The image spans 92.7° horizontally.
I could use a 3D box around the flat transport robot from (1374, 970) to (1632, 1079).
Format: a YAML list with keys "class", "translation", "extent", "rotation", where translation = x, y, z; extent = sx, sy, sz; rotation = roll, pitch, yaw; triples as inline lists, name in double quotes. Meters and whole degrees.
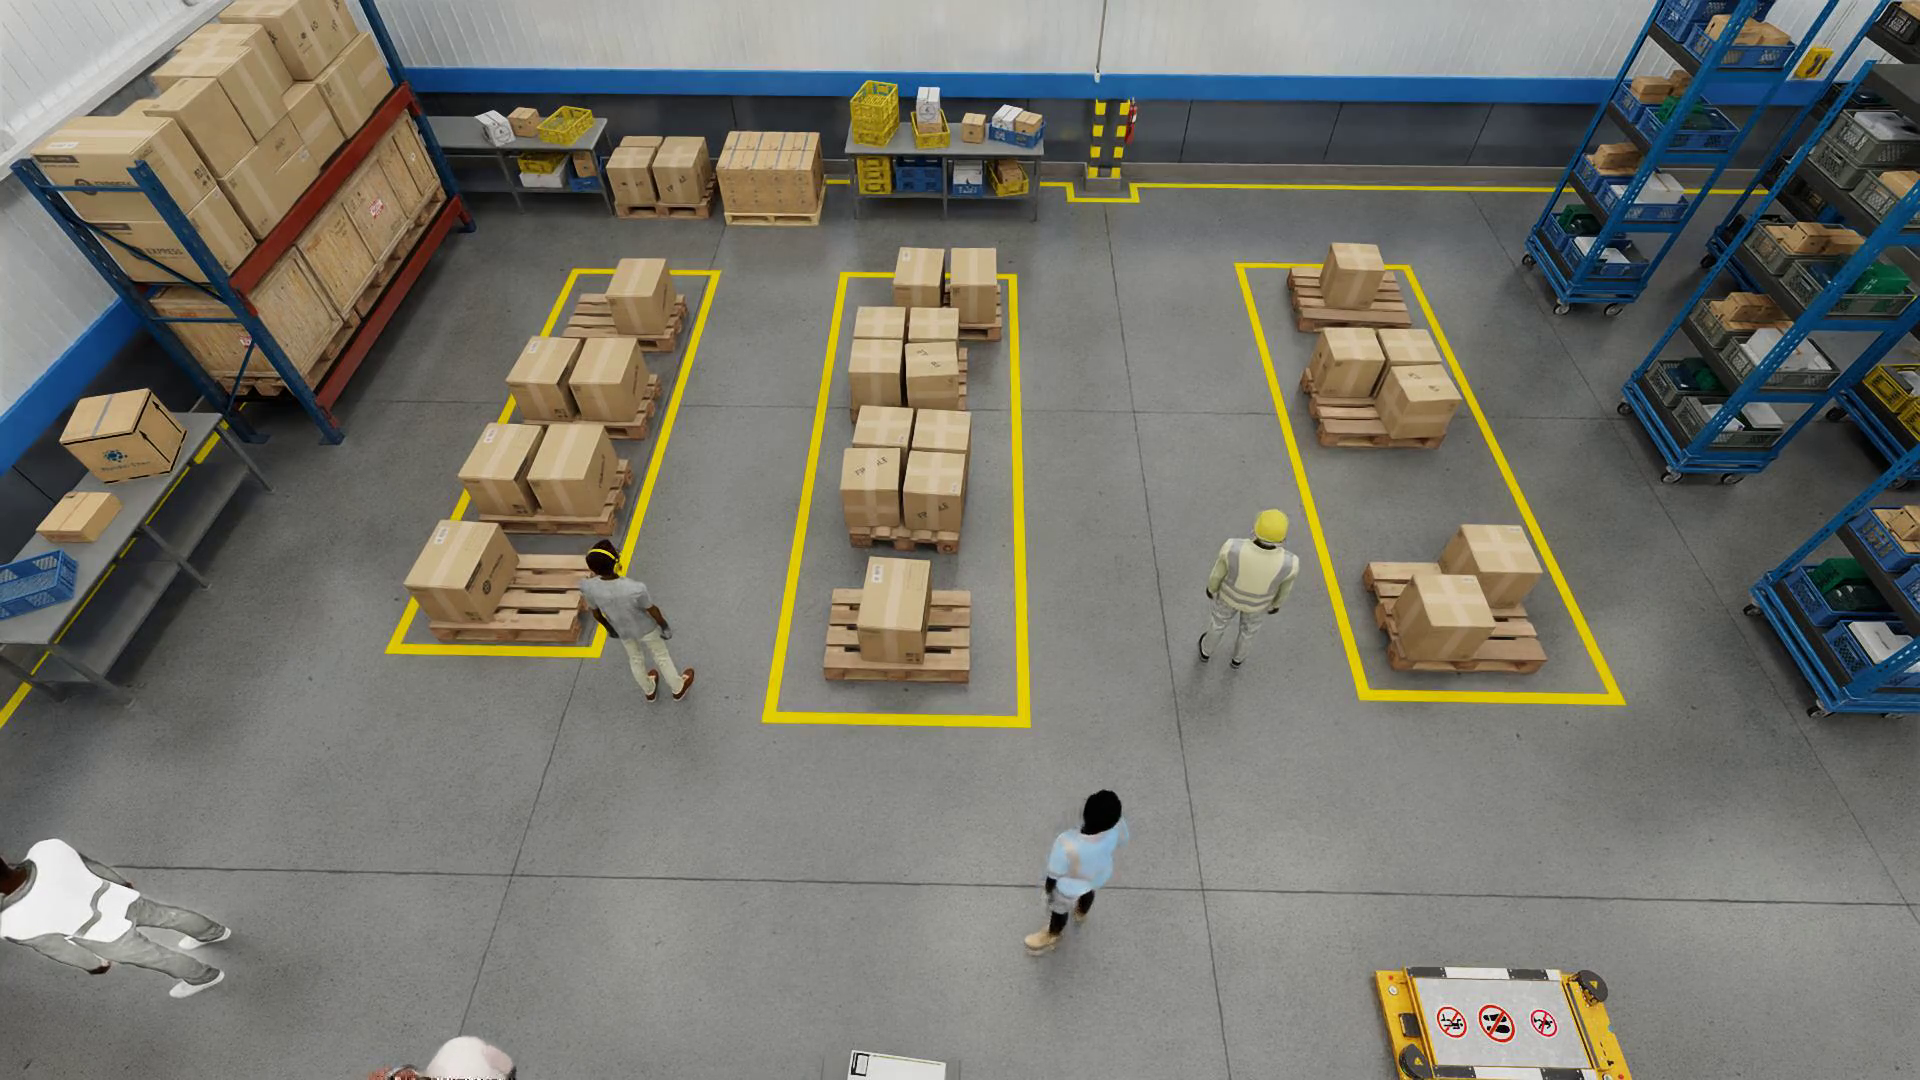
- class: "flat transport robot"
  translation: [3.501, 3.133, 5.914]
  extent: [1.431, 0.197, 0.652]
  rotation: [1, 51, 1]

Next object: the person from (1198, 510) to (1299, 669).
- class: "person"
  translation: [2.229, 0.396, 7.141]
  extent: [0.600, 1.836, 0.404]
  rotation: [13, 52, 11]

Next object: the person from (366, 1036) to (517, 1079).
- class: "person"
  translation: [-2.578, 3.115, 4.906]
  extent: [0.595, 1.876, 0.650]
  rotation: [-1, 51, -1]

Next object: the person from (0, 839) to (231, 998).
- class: "person"
  translation: [-5.177, 2.296, 5.551]
  extent: [0.389, 1.910, 0.585]
  rotation: [-13, 52, -10]

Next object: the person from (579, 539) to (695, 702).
- class: "person"
  translation: [-2.444, 0.641, 6.921]
  extent: [0.513, 1.872, 0.328]
  rotation: [0, 51, 0]

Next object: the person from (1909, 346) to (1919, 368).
- class: "person"
  translation: [10.830, -2.598, 9.491]
  extent: [0.409, 1.986, 0.616]
  rotation: [15, 52, 12]

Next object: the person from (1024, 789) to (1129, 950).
- class: "person"
  translation: [0.710, 2.139, 5.832]
  extent: [0.687, 1.662, 0.344]
  rotation: [-22, 54, -17]
